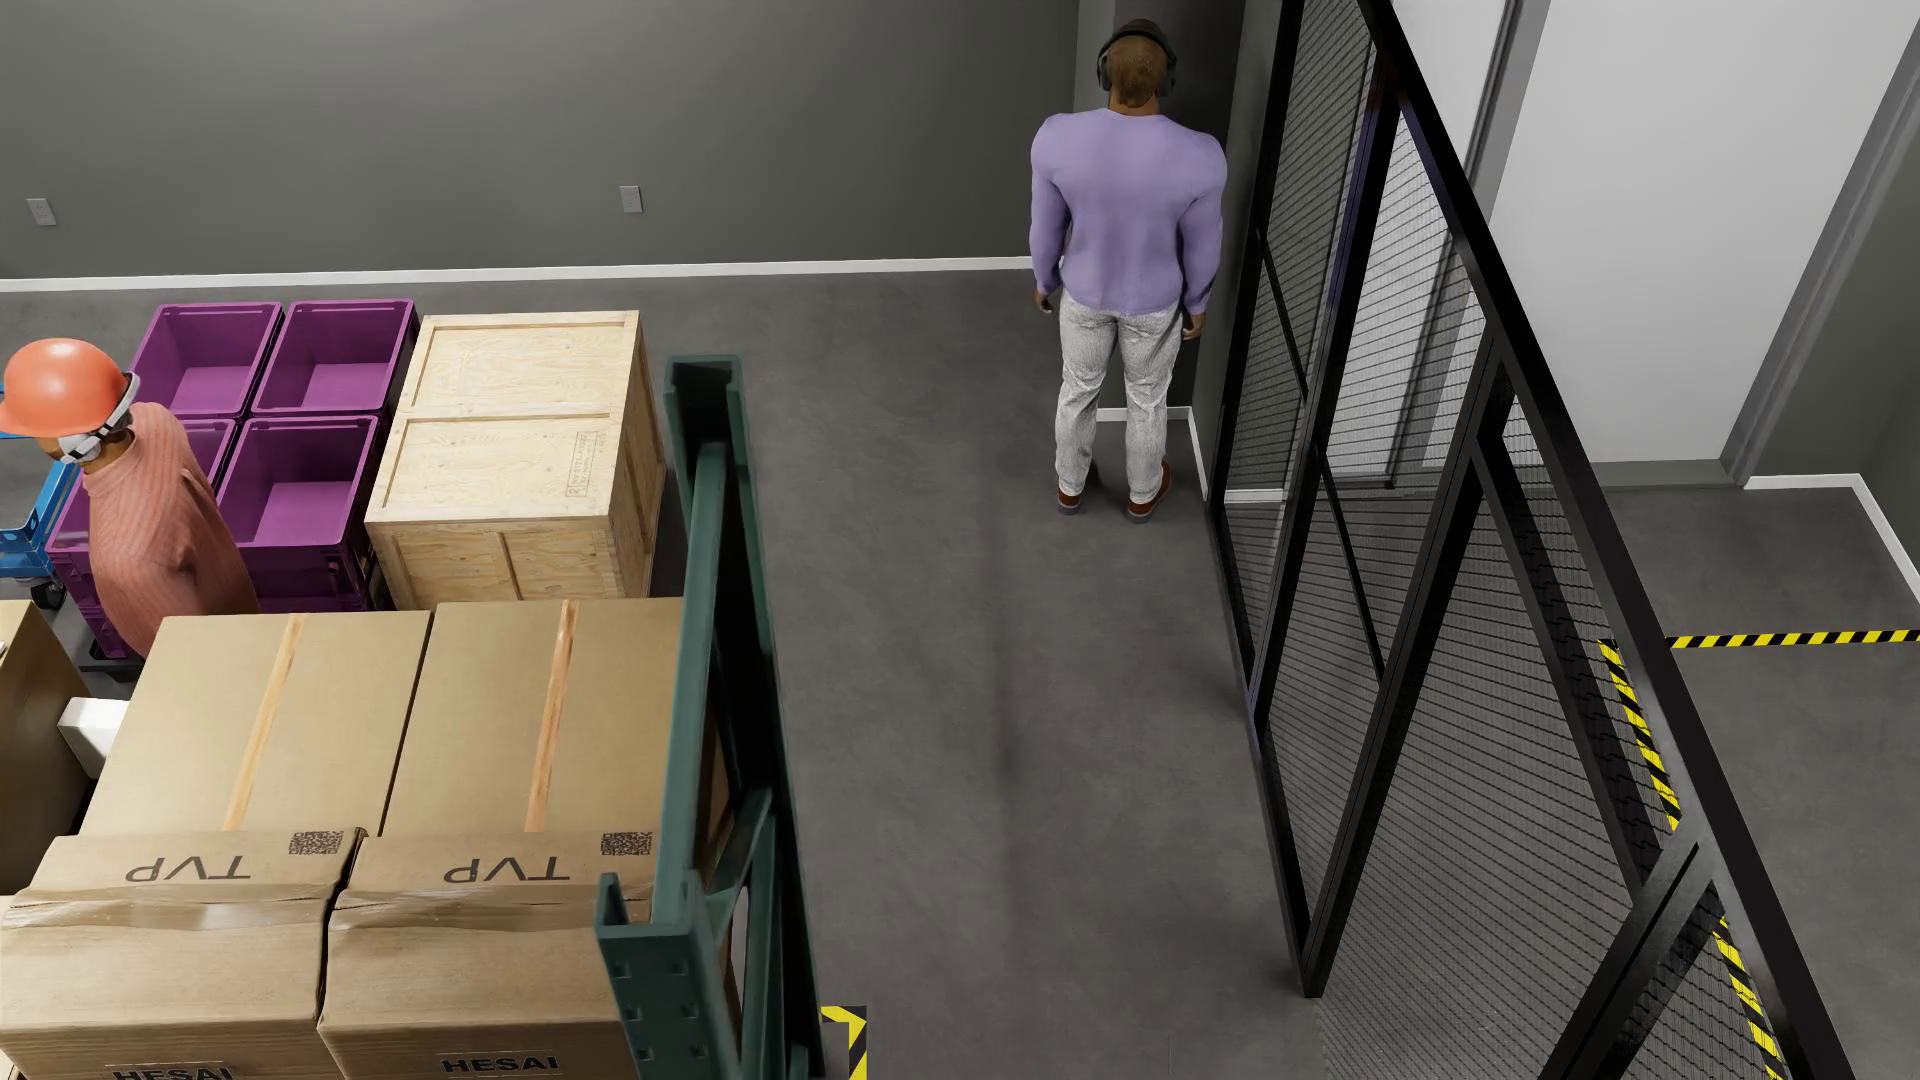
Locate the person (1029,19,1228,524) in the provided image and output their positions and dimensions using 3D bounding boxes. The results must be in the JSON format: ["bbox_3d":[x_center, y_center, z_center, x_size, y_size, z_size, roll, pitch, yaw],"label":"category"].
[{"bbox_3d":[0.536,-0.835,5.554,0.627,1.940,0.372,10,47,10],"label":"person"}]

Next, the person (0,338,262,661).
[{"bbox_3d":[-2.052,0.256,4.473,0.385,1.993,0.623,-12,48,-12],"label":"person"}]
